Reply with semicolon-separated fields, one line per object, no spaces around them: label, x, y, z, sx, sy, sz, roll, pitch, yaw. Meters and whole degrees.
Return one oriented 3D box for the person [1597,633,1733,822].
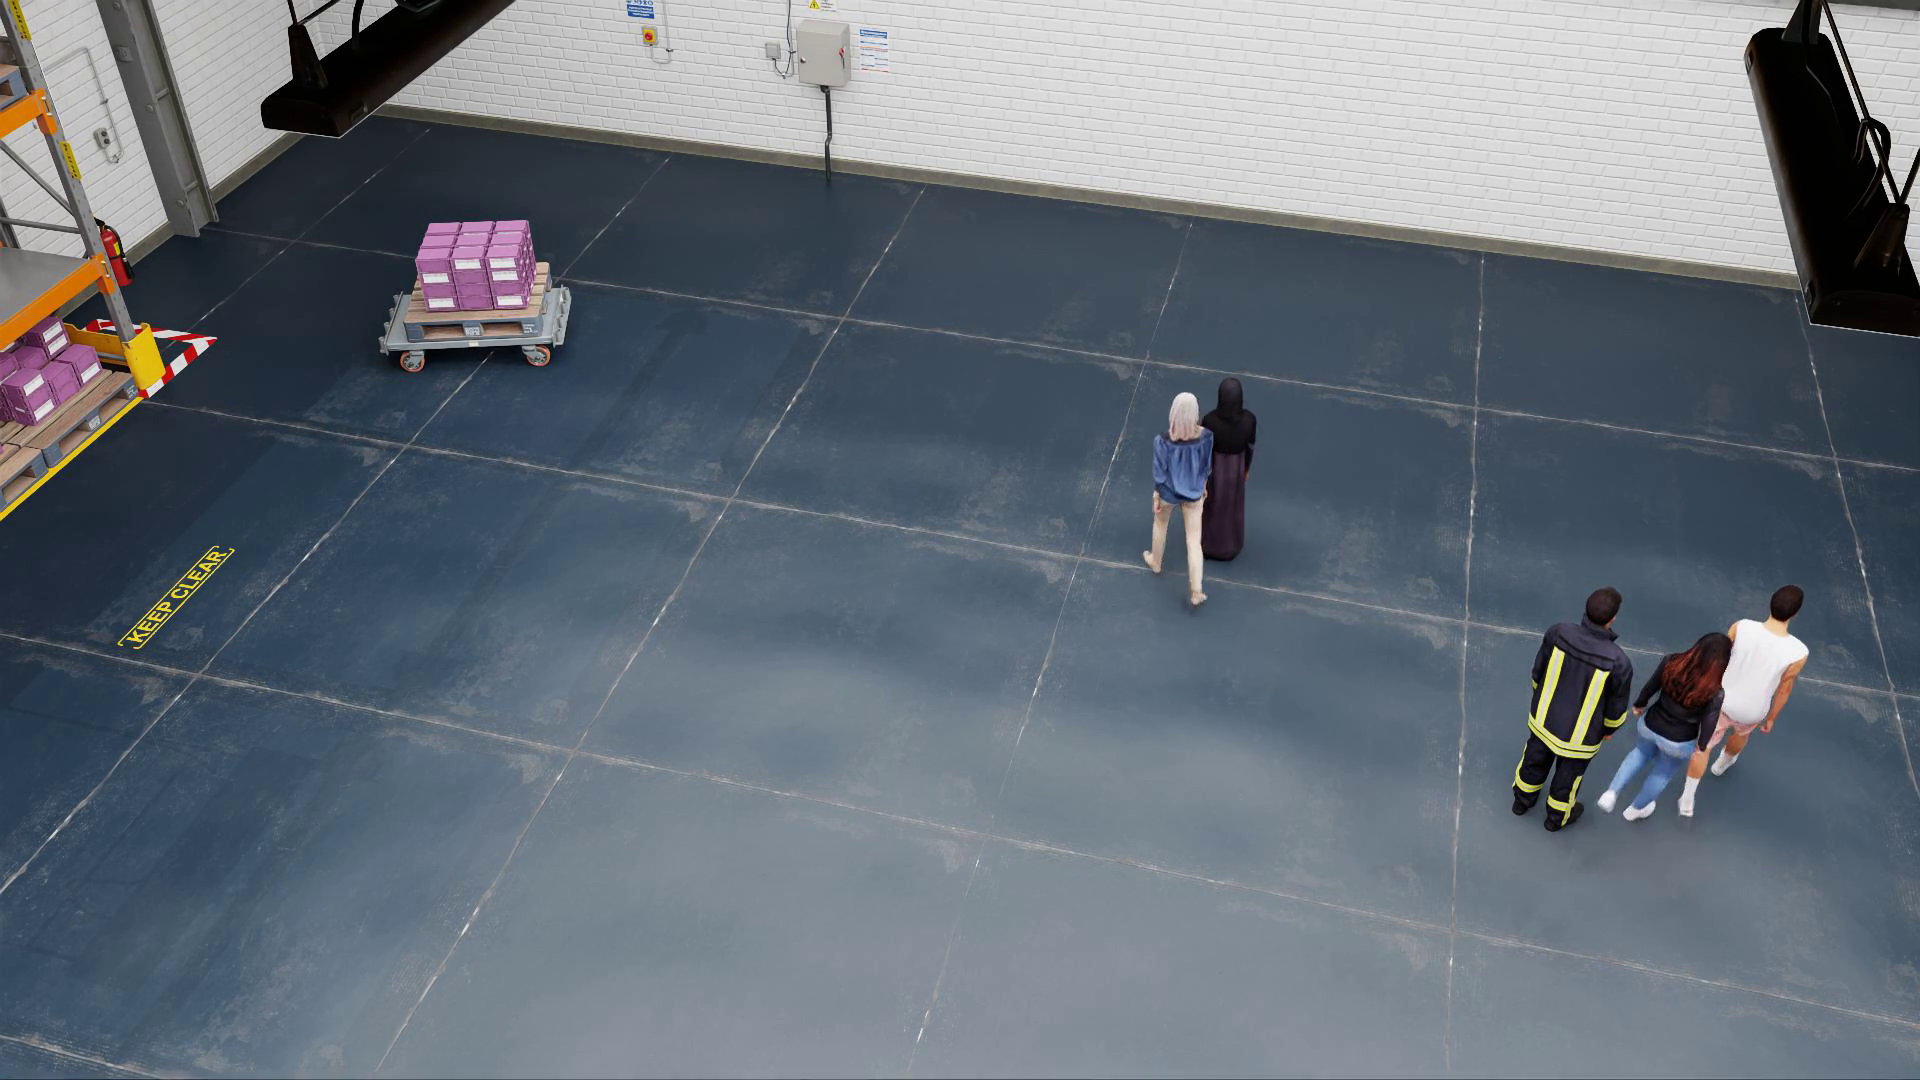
person;4.455;1.246;10.544;0.932;1.625;0.872;-27;46;-30

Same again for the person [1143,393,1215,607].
person;1.680;-0.286;12.430;0.901;1.666;1.116;-4;39;-5

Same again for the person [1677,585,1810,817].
person;4.972;1.059;10.677;0.896;1.752;1.207;22;44;26

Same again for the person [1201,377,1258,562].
person;2.019;-0.553;12.805;0.686;1.615;0.697;-3;39;-4

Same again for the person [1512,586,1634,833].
person;3.872;1.071;10.522;0.886;1.926;0.871;31;48;33
